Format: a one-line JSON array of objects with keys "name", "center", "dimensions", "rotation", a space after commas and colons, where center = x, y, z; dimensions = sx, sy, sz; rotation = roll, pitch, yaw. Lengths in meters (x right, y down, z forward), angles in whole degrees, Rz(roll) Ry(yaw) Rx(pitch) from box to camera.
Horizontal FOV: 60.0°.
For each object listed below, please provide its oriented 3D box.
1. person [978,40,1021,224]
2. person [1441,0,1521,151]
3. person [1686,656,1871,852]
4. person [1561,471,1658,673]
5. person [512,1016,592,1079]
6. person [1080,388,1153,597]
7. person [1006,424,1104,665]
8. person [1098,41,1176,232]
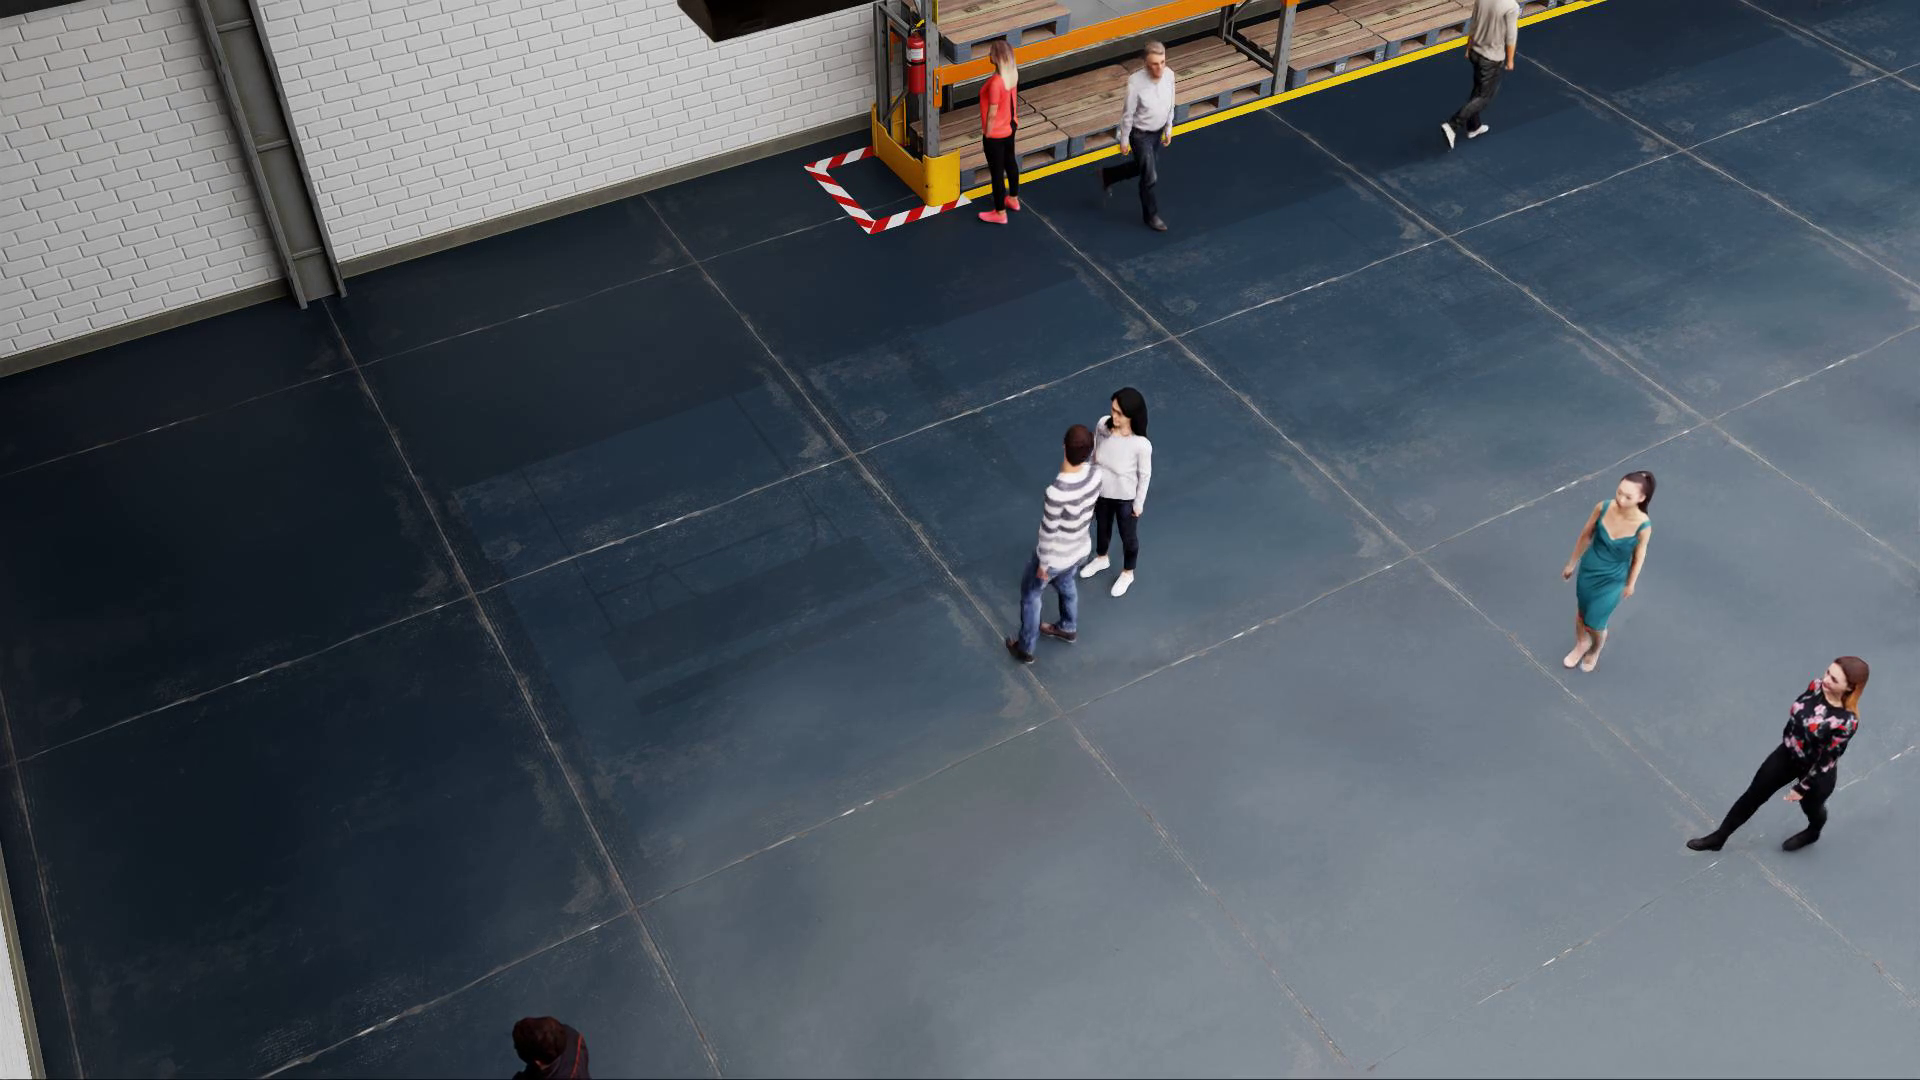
[{"name": "person", "center": [0.367, -3.598, 14.618], "dimensions": [0.741, 1.692, 0.645], "rotation": [19, 47, 19]}, {"name": "person", "center": [4.861, -4.483, 15.474], "dimensions": [0.959, 1.792, 0.672], "rotation": [-24, 49, -23]}, {"name": "person", "center": [4.918, 1.285, 9.529], "dimensions": [1.132, 1.642, 0.797], "rotation": [-9, 44, -9]}, {"name": "person", "center": [4.169, 0.190, 10.655], "dimensions": [0.598, 1.675, 0.583], "rotation": [-32, 52, -29]}, {"name": "person", "center": [-1.816, 2.770, 7.766], "dimensions": [0.788, 1.924, 0.790], "rotation": [0, 44, 0]}, {"name": "person", "center": [1.074, -0.339, 11.191], "dimensions": [0.684, 1.700, 0.653], "rotation": [31, 52, 29]}, {"name": "person", "center": [0.736, 0.062, 10.681], "dimensions": [0.883, 1.824, 0.701], "rotation": [24, 49, 23]}, {"name": "person", "center": [1.569, -3.576, 14.531], "dimensions": [1.021, 1.781, 0.805], "rotation": [-31, 51, -28]}]
